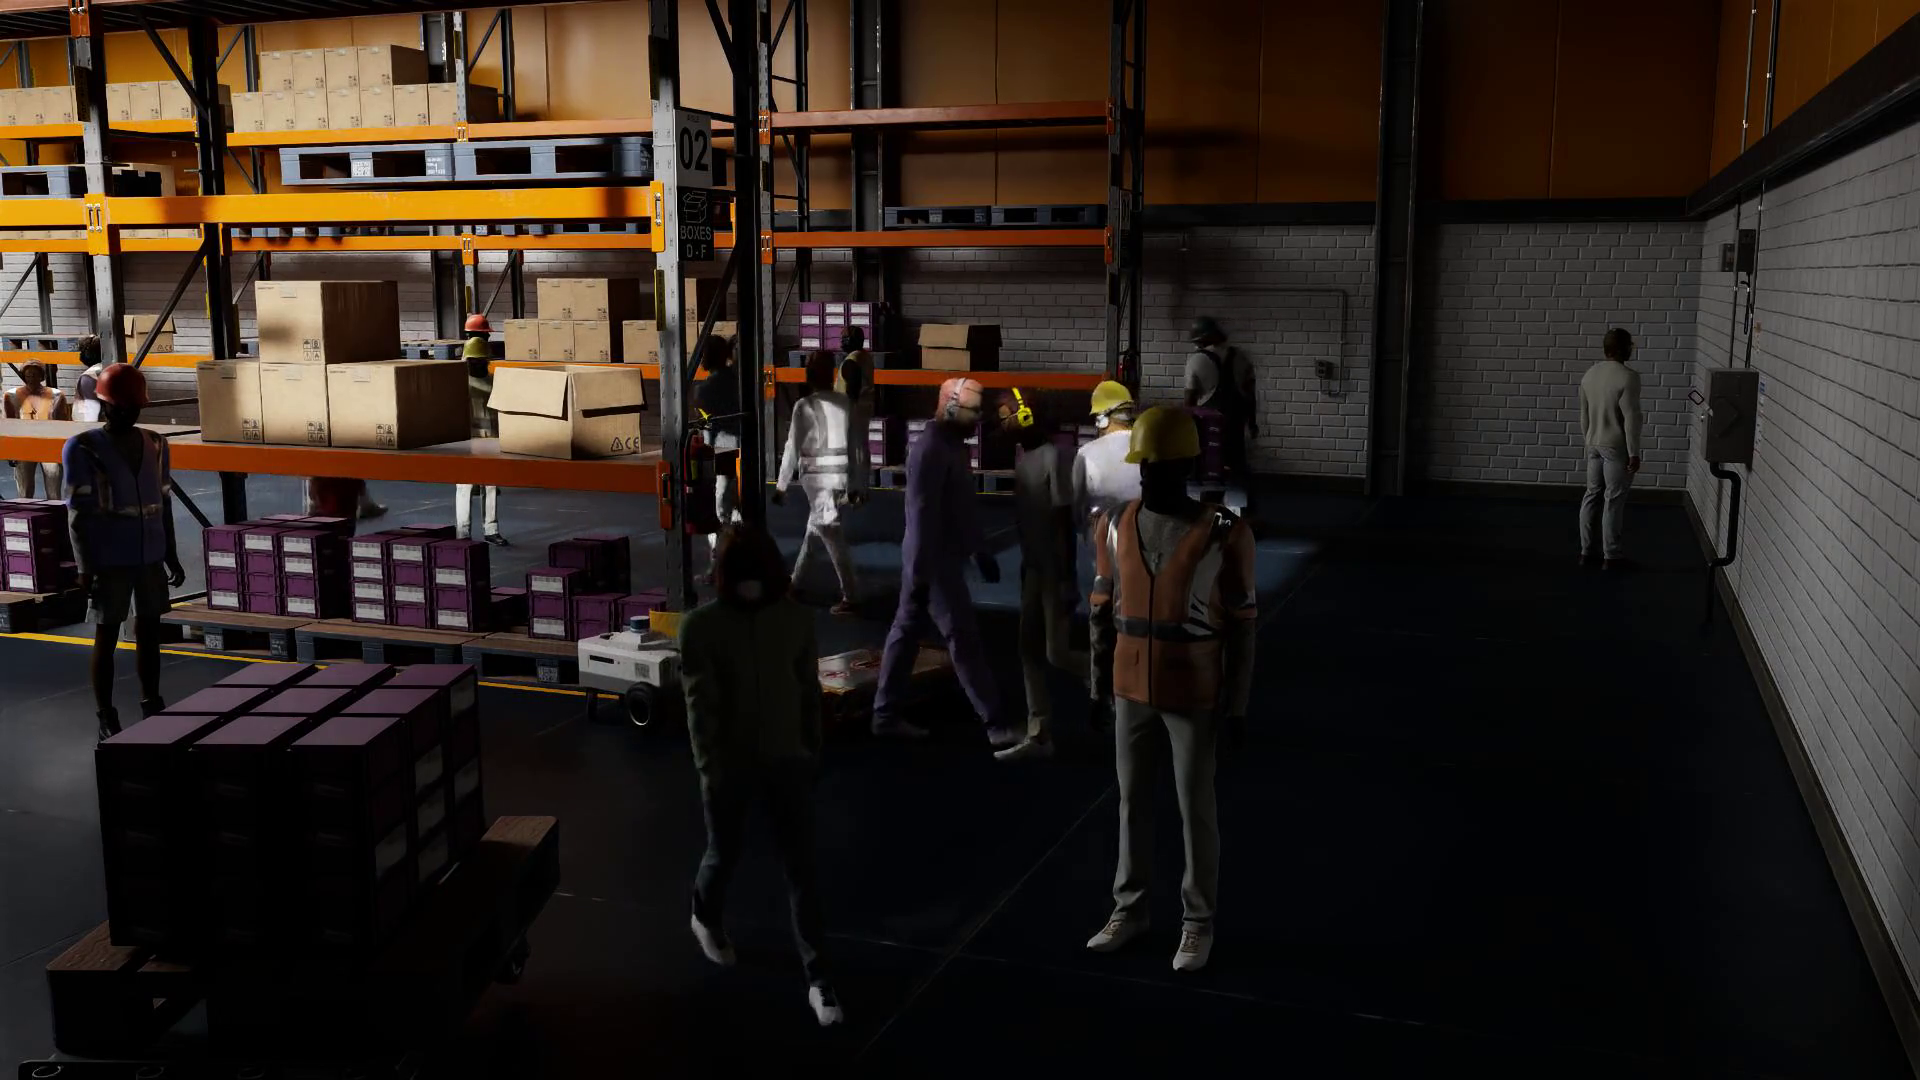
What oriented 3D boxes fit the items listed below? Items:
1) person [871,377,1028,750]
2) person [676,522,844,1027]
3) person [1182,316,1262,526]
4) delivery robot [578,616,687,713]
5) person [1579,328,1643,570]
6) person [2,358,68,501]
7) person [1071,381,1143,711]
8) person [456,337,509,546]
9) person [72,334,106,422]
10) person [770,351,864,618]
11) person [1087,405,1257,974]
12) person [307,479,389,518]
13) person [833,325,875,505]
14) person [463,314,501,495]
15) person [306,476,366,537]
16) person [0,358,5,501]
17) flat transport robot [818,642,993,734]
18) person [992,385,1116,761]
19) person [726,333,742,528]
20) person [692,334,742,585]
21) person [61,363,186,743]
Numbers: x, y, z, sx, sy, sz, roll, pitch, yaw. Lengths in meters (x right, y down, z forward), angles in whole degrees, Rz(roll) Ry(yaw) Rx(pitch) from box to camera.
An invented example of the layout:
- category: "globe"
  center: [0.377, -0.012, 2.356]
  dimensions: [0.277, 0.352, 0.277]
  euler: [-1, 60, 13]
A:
- category: "person"
  center: [-0.010, 0.123, 8.254]
  dimensions: [0.967, 1.847, 0.674]
  euler: [0, 9, 2]
- category: "person"
  center: [-0.686, 0.709, 5.422]
  dimensions: [0.495, 1.592, 0.794]
  euler: [-4, 10, -22]
- category: "person"
  center: [2.422, -1.141, 15.624]
  dimensions: [0.780, 2.000, 0.572]
  euler: [-3, 10, -20]
- category: "delivery robot"
  center: [-1.682, 0.644, 8.775]
  dimensions: [0.707, 0.478, 0.477]
  euler: [6, 11, 35]
- category: "person"
  center: [5.228, -0.727, 13.344]
  dimensions: [0.372, 1.940, 0.630]
  euler: [-3, 10, -19]
- category: "person"
  center: [-8.043, -0.764, 14.510]
  dimensions: [0.512, 1.640, 0.311]
  euler: [-6, 11, -34]
- category: "person"
  center: [0.812, 0.023, 9.104]
  dimensions: [0.613, 1.775, 0.894]
  euler: [-6, 11, -33]
- category: "person"
  center: [-4.139, -0.831, 14.326]
  dimensions: [0.404, 1.829, 0.600]
  euler: [8, 12, 41]
- category: "person"
  center: [-7.533, -0.877, 14.589]
  dimensions: [0.429, 1.844, 0.624]
  euler: [-1, 9, -4]
- category: "person"
  center: [-1.009, -0.398, 11.607]
  dimensions: [0.985, 1.830, 0.579]
  euler: [6, 11, 33]
- category: "person"
  center: [0.697, 0.503, 5.654]
  dimensions: [0.595, 1.925, 0.375]
  euler: [6, 11, 31]
- category: "person"
  center: [-5.940, -1.087, 16.024]
  dimensions: [0.876, 1.796, 0.616]
  euler: [-8, 12, -42]
- category: "person"
  center: [-1.099, -1.284, 17.145]
  dimensions: [0.429, 1.844, 0.621]
  euler: [2, 9, 10]
- category: "person"
  center: [-5.151, -1.446, 17.859]
  dimensions: [0.357, 1.937, 0.551]
  euler: [-3, 10, -18]
- category: "person"
  center: [-4.620, -0.458, 12.251]
  dimensions: [0.416, 1.754, 0.526]
  euler: [3, 9, 17]
- category: "person"
  center: [-9.848, -1.265, 16.724]
  dimensions: [0.372, 1.934, 0.551]
  euler: [5, 11, 30]
- category: "flat transport robot"
  center: [-0.533, 0.785, 9.067]
  dimensions: [0.652, 0.197, 1.431]
  euler: [8, 12, 42]
- category: "person"
  center: [0.507, 0.160, 8.121]
  dimensions: [0.698, 1.827, 0.595]
  euler: [-4, 10, -24]
- category: "person"
  center: [-2.002, -0.929, 14.918]
  dimensions: [0.345, 1.842, 0.505]
  euler: [4, 10, 25]
- category: "person"
  center: [-1.796, -0.595, 12.568]
  dimensions: [0.482, 1.920, 0.646]
  euler: [4, 10, 23]
- category: "person"
  center: [-4.136, 0.083, 8.296]
  dimensions: [0.374, 1.928, 0.542]
  euler: [6, 11, 32]
